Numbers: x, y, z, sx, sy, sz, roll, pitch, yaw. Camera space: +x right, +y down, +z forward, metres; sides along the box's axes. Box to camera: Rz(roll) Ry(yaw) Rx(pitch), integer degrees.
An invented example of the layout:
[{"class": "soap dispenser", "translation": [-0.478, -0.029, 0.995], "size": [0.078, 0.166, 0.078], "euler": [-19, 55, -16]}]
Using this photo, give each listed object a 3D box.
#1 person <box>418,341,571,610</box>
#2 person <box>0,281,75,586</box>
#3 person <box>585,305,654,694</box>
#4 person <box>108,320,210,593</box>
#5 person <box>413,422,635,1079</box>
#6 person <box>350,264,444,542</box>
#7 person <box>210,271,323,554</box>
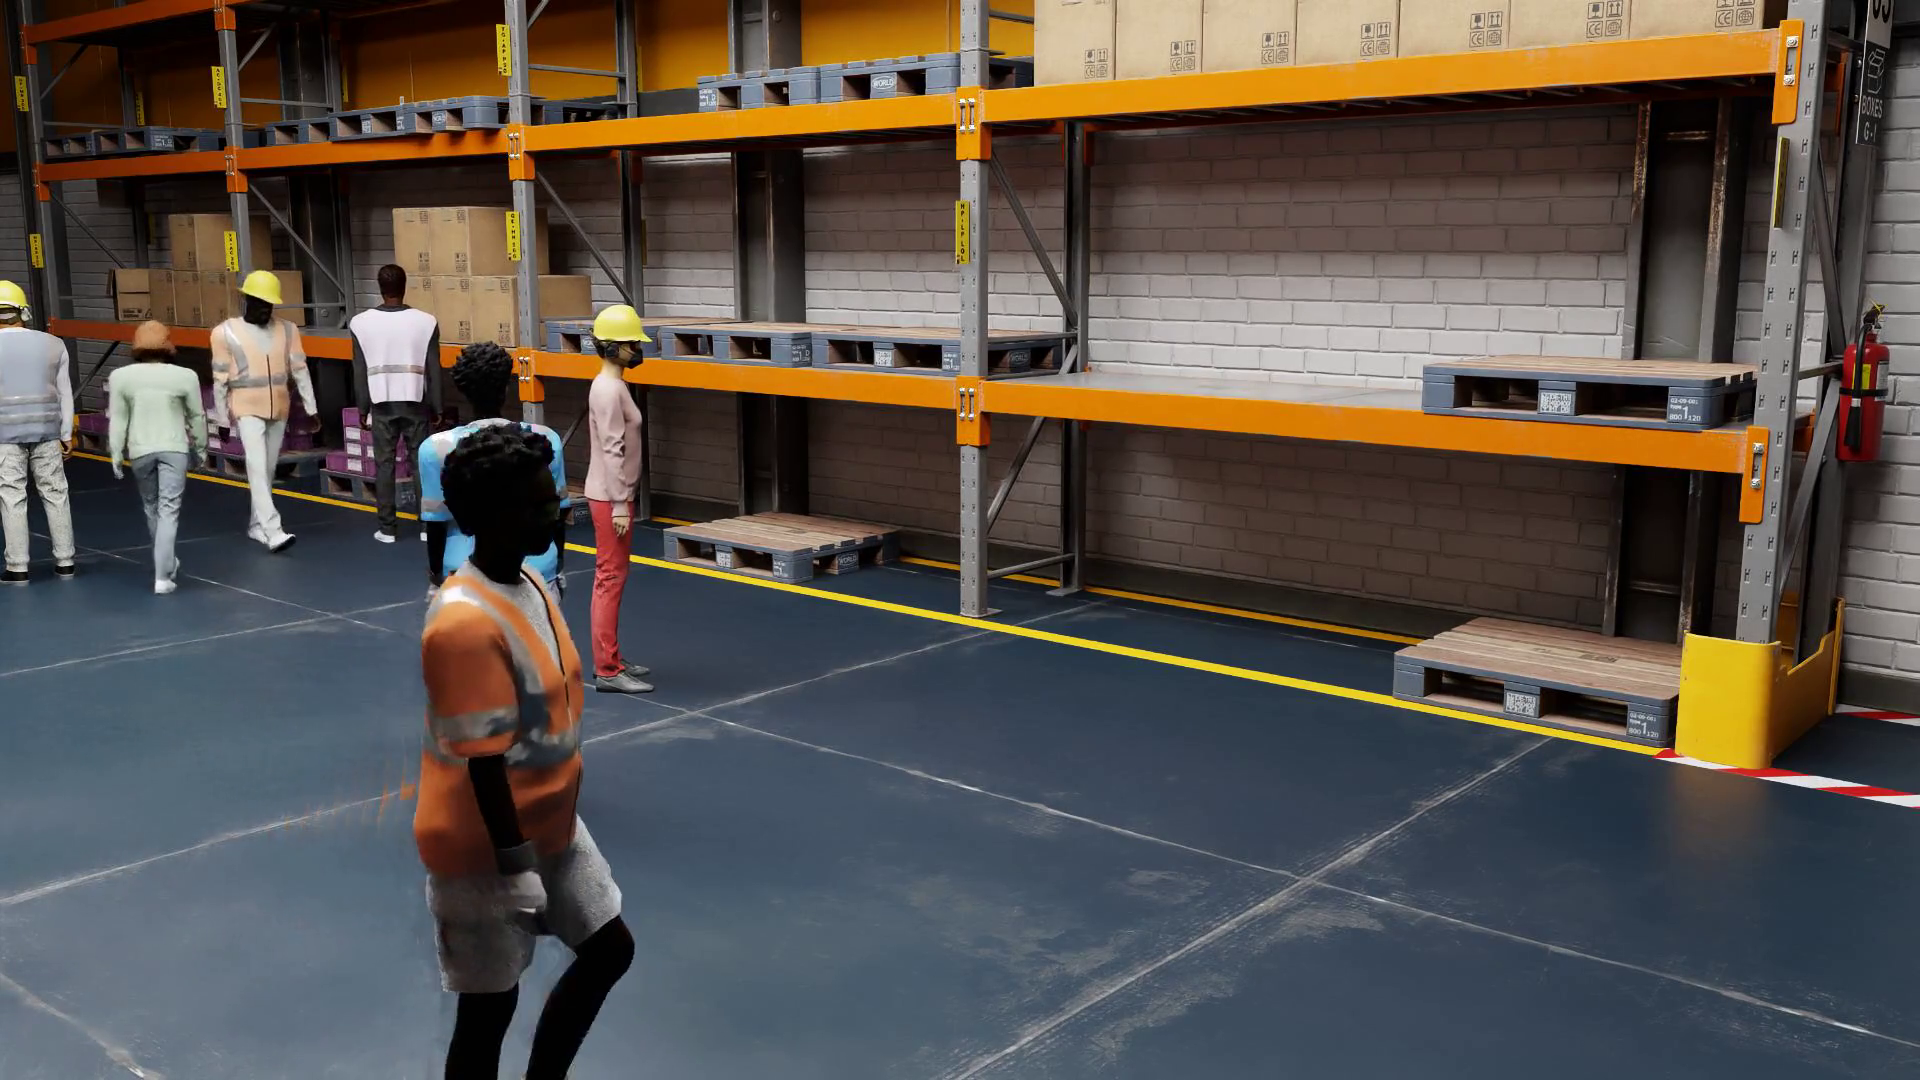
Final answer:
[{"class": "person", "translation": [-1.653, 0.142, 5.959], "size": [0.529, 1.694, 0.321], "euler": [-5, 11, -27]}, {"class": "person", "translation": [-5.646, -0.635, 10.001], "size": [0.592, 1.828, 0.404], "euler": [-10, 14, -43]}, {"class": "person", "translation": [-1.555, -0.188, 7.635], "size": [0.326, 1.767, 0.533], "euler": [-2, 10, -12]}, {"class": "person", "translation": [-4.762, -0.508, 9.933], "size": [0.512, 1.593, 0.744], "euler": [-2, 10, -10]}, {"class": "person", "translation": [-0.882, 0.604, 3.371], "size": [0.439, 1.683, 0.540], "euler": [1, 10, 6]}, {"class": "person", "translation": [-3.866, -0.937, 11.487], "size": [0.591, 1.912, 0.383], "euler": [-3, 10, -18]}, {"class": "person", "translation": [-4.623, -0.850, 11.124], "size": [0.957, 1.865, 0.589], "euler": [8, 13, 38]}]
